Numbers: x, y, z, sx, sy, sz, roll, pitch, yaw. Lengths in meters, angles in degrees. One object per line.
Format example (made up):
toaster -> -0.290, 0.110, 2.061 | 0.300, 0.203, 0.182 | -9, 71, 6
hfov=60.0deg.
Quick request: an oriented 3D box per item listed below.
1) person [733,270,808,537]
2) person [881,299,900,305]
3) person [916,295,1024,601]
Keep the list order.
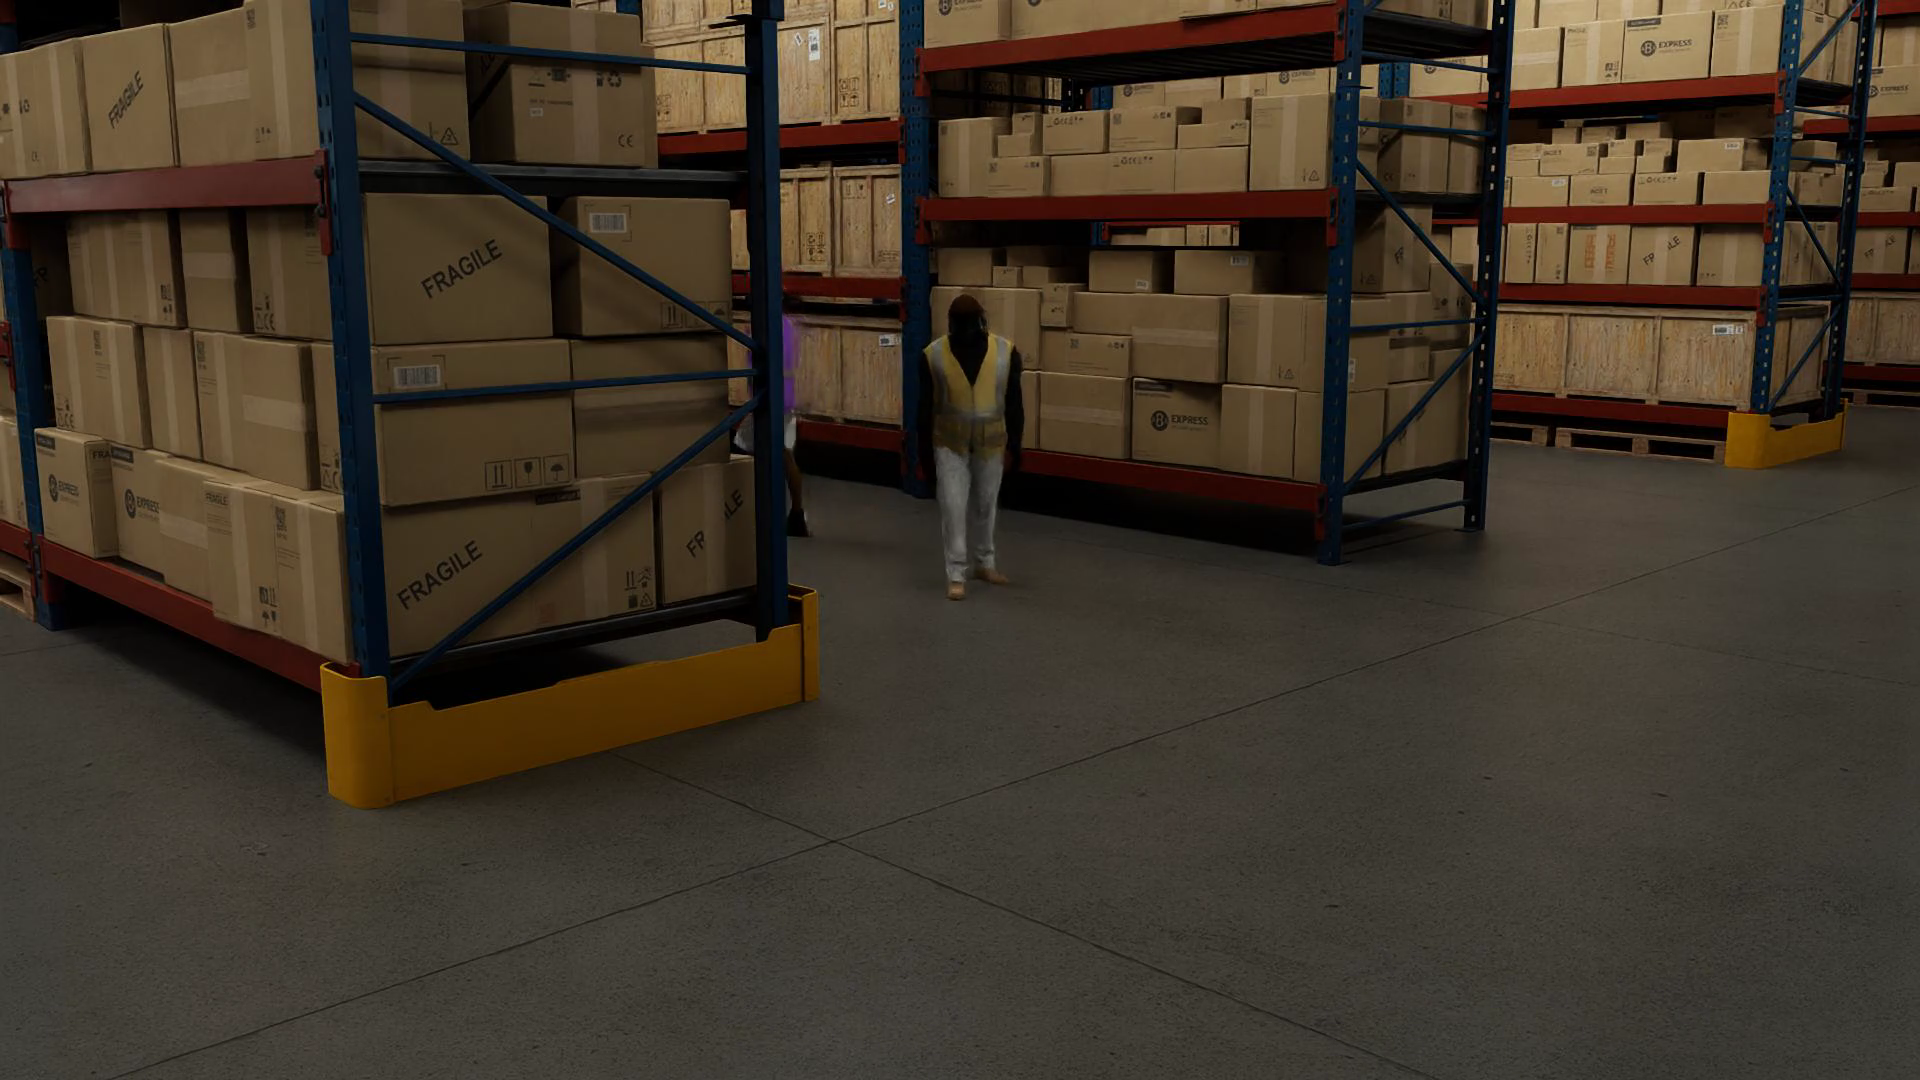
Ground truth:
person -> -1.453, -0.966, 11.788 | 0.870, 1.903, 0.561 | 5, 12, 25
person -> -0.794, -2.519, 20.593 | 0.585, 1.780, 0.947 | -9, 14, -41
person -> 0.055, -0.565, 9.954 | 0.639, 1.797, 0.703 | -1, 10, -5
